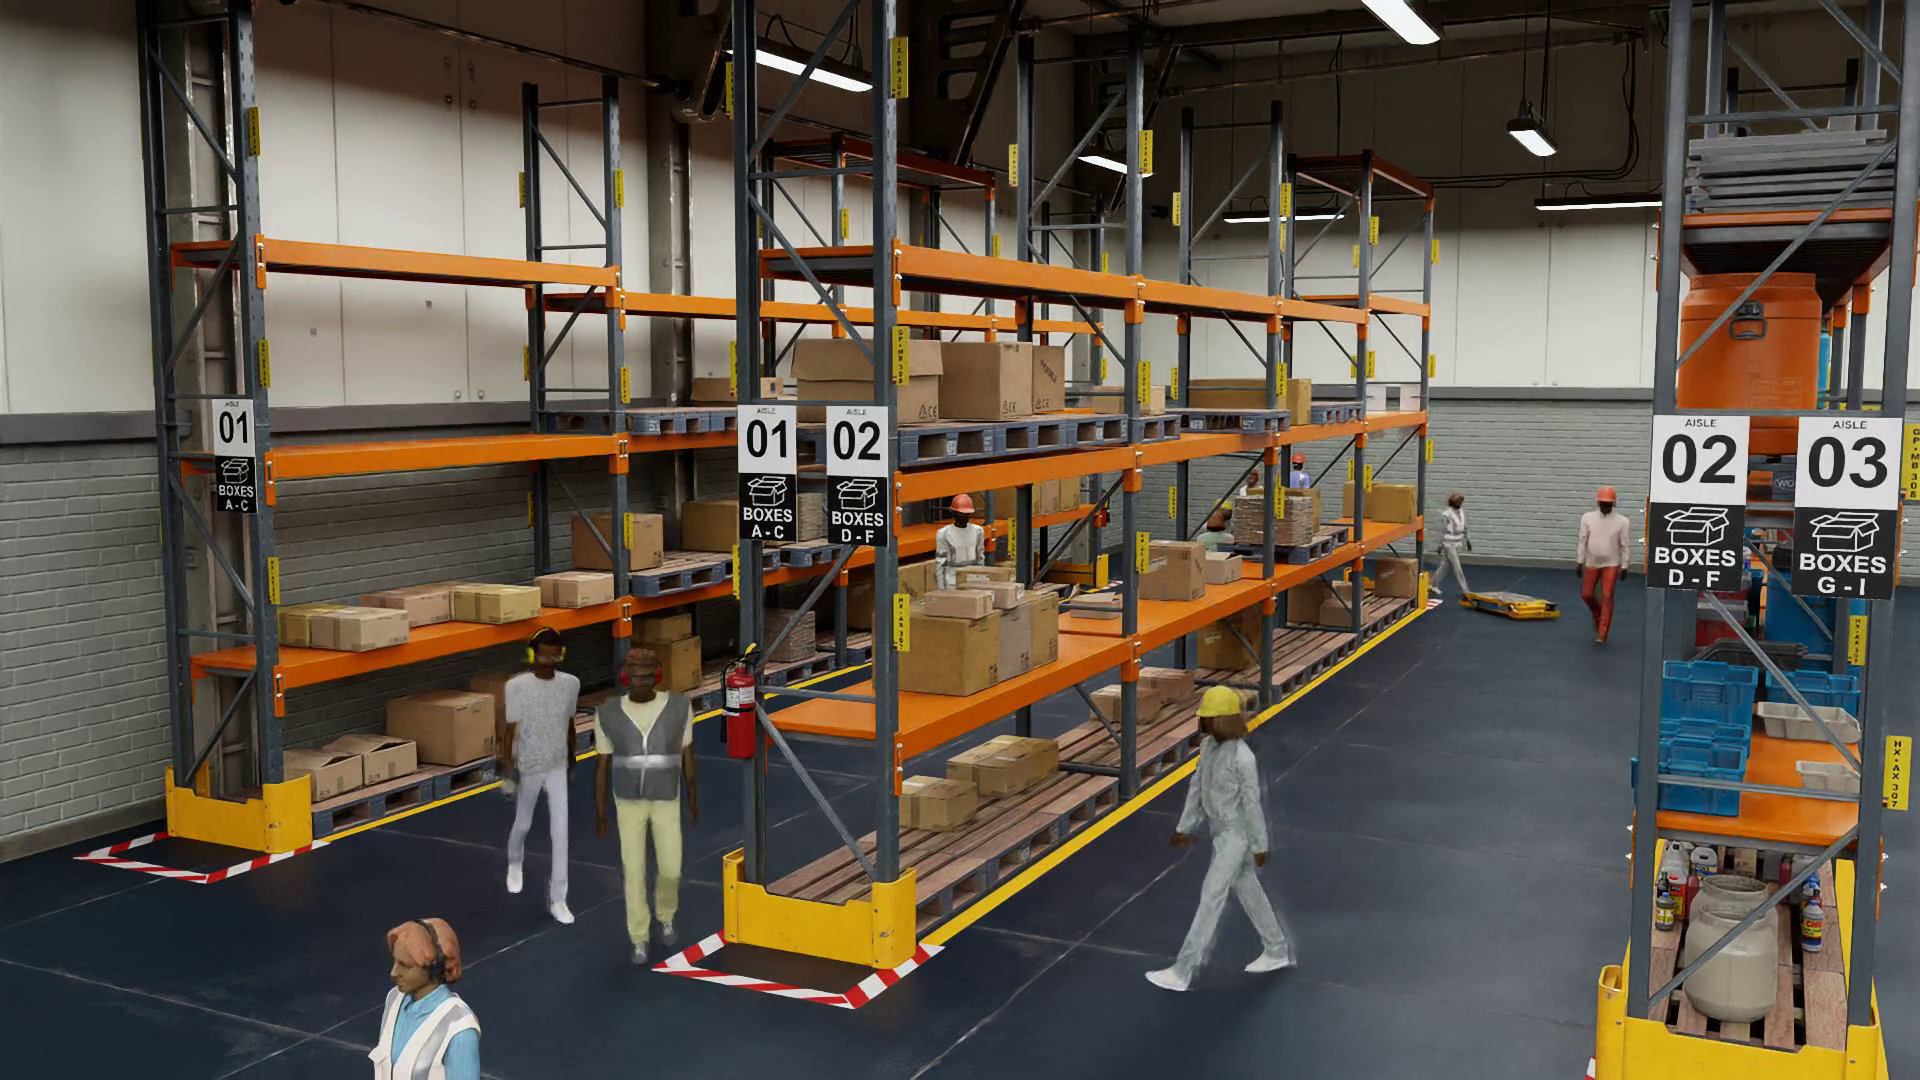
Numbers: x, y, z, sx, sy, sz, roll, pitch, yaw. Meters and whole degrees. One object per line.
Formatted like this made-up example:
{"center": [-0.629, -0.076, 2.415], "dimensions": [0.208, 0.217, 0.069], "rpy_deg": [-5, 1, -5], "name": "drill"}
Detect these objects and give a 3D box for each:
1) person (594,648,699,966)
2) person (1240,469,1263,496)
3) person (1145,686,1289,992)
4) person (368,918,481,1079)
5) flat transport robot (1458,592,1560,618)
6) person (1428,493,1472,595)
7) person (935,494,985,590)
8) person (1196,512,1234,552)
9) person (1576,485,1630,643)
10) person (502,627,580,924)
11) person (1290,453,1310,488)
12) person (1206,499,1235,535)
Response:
{"center": [-1.817, 1.524, 9.632], "dimensions": [0.591, 1.829, 0.427], "rpy_deg": [-1, 6, -9], "name": "person"}
{"center": [4.710, -0.233, 26.708], "dimensions": [0.373, 1.840, 0.570], "rpy_deg": [-5, 7, -37], "name": "person"}
{"center": [1.470, 1.640, 9.225], "dimensions": [0.956, 1.691, 0.486], "rpy_deg": [-2, 6, -16], "name": "person"}
{"center": [-1.754, 2.047, 5.508], "dimensions": [0.513, 1.641, 0.307], "rpy_deg": [5, 8, 40], "name": "person"}
{"center": [7.681, 0.894, 23.308], "dimensions": [0.652, 0.197, 1.431], "rpy_deg": [-2, 6, -17], "name": "flat transport robot"}
{"center": [7.373, 0.072, 24.963], "dimensions": [0.573, 1.590, 0.837], "rpy_deg": [-5, 8, -41], "name": "person"}
{"center": [0.018, 0.490, 18.793], "dimensions": [0.601, 2.035, 0.415], "rpy_deg": [-3, 7, -27], "name": "person"}
{"center": [3.228, 0.455, 21.025], "dimensions": [0.507, 1.631, 0.273], "rpy_deg": [0, 6, 3], "name": "person"}
{"center": [8.100, 0.291, 20.923], "dimensions": [0.637, 1.979, 0.569], "rpy_deg": [4, 7, 34], "name": "person"}
{"center": [-2.688, 1.437, 10.578], "dimensions": [0.528, 1.832, 0.947], "rpy_deg": [-3, 7, -30], "name": "person"}
{"center": [6.033, -0.595, 29.767], "dimensions": [0.545, 1.938, 0.362], "rpy_deg": [5, 8, 39], "name": "person"}
{"center": [3.420, 0.327, 21.901], "dimensions": [0.559, 1.725, 0.325], "rpy_deg": [-5, 8, -39], "name": "person"}
